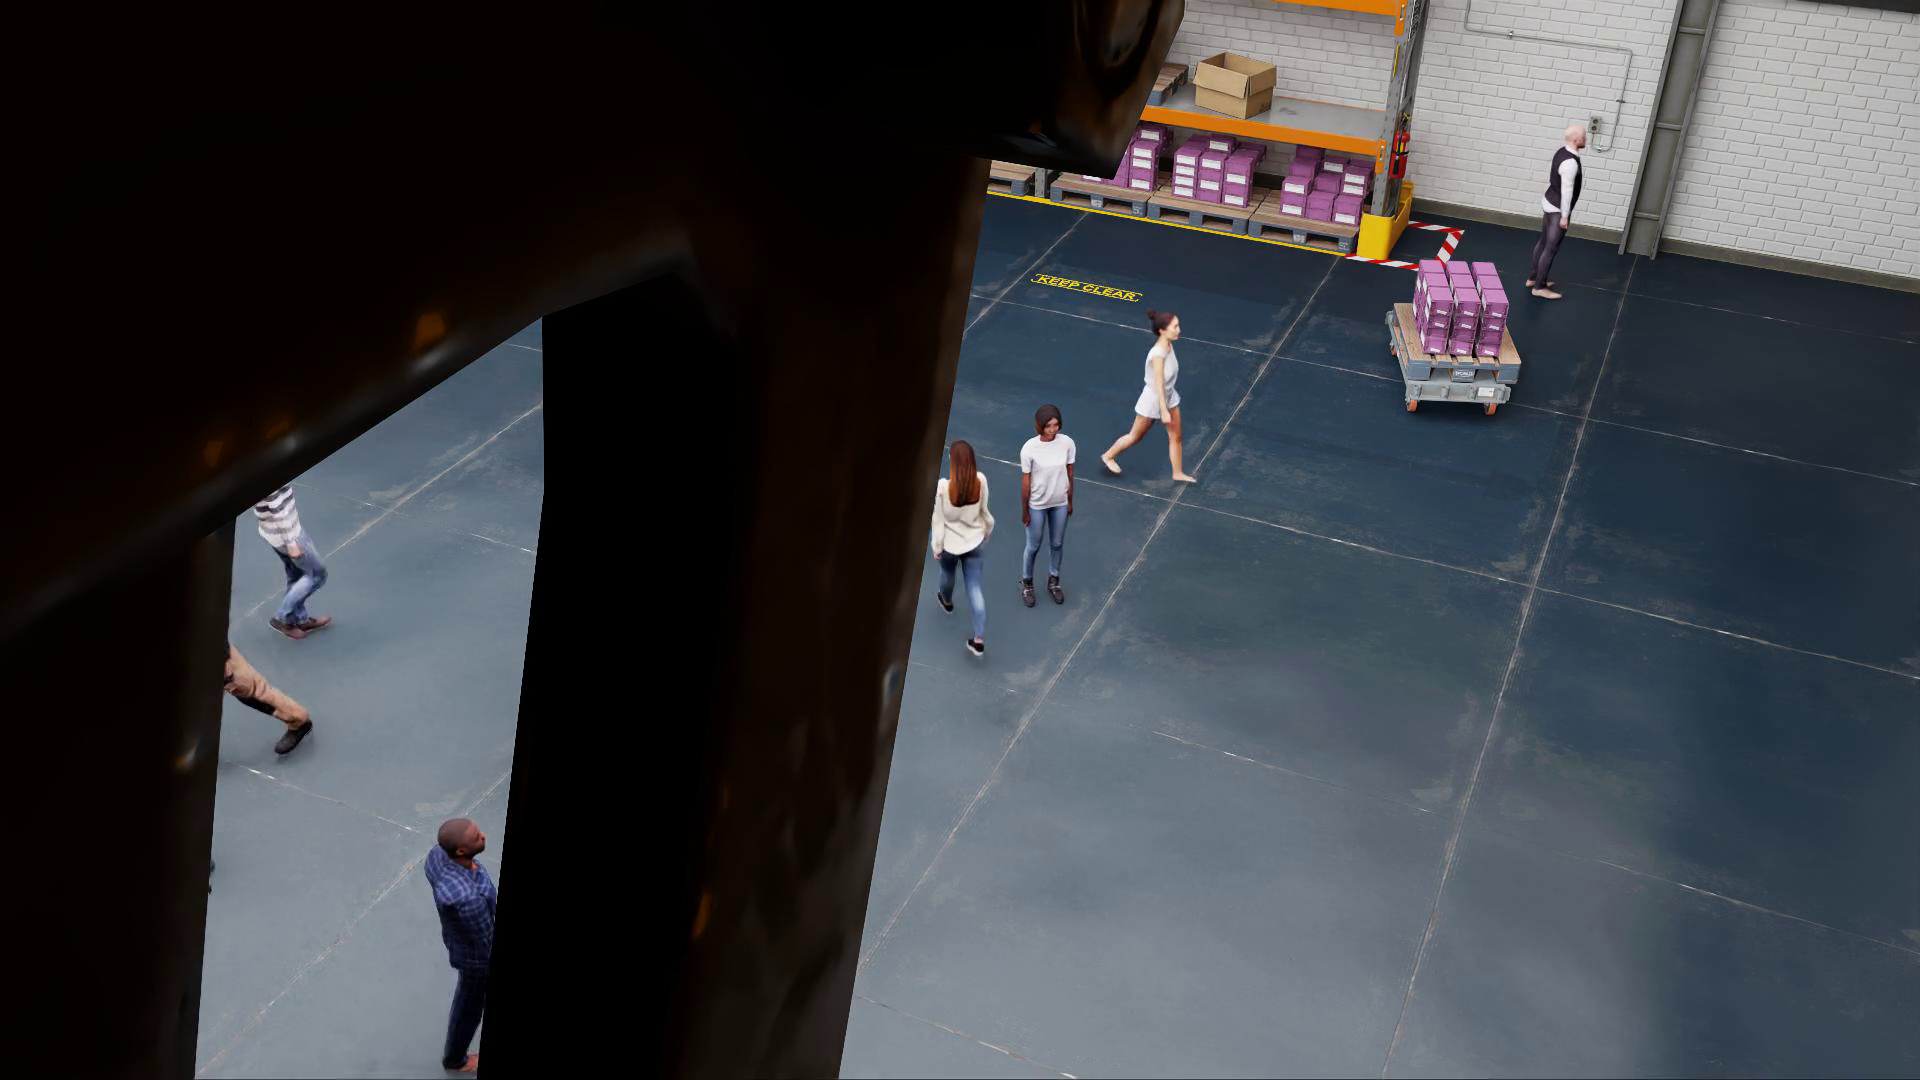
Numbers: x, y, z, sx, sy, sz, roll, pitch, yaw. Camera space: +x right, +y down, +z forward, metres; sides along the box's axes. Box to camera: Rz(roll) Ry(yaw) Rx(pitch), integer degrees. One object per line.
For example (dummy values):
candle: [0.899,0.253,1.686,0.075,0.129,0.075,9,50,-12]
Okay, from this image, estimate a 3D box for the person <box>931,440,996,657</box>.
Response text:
person: [0.044,0.079,12.160,1.141,1.647,1.161,-10,35,-14]

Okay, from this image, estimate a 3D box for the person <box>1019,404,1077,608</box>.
person: [0.658,-0.271,12.620,0.644,1.720,0.709,-10,35,-15]

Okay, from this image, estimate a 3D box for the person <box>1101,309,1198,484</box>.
person: [1.601,-1.190,14.137,1.056,1.571,0.555,15,36,21]

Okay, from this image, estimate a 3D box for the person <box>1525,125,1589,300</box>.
person: [6.211,-3.422,17.268,0.716,1.822,0.765,2,34,4]

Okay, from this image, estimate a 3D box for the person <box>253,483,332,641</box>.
person: [-5.044,-0.029,12.157,0.901,1.831,0.836,-18,38,-25]
